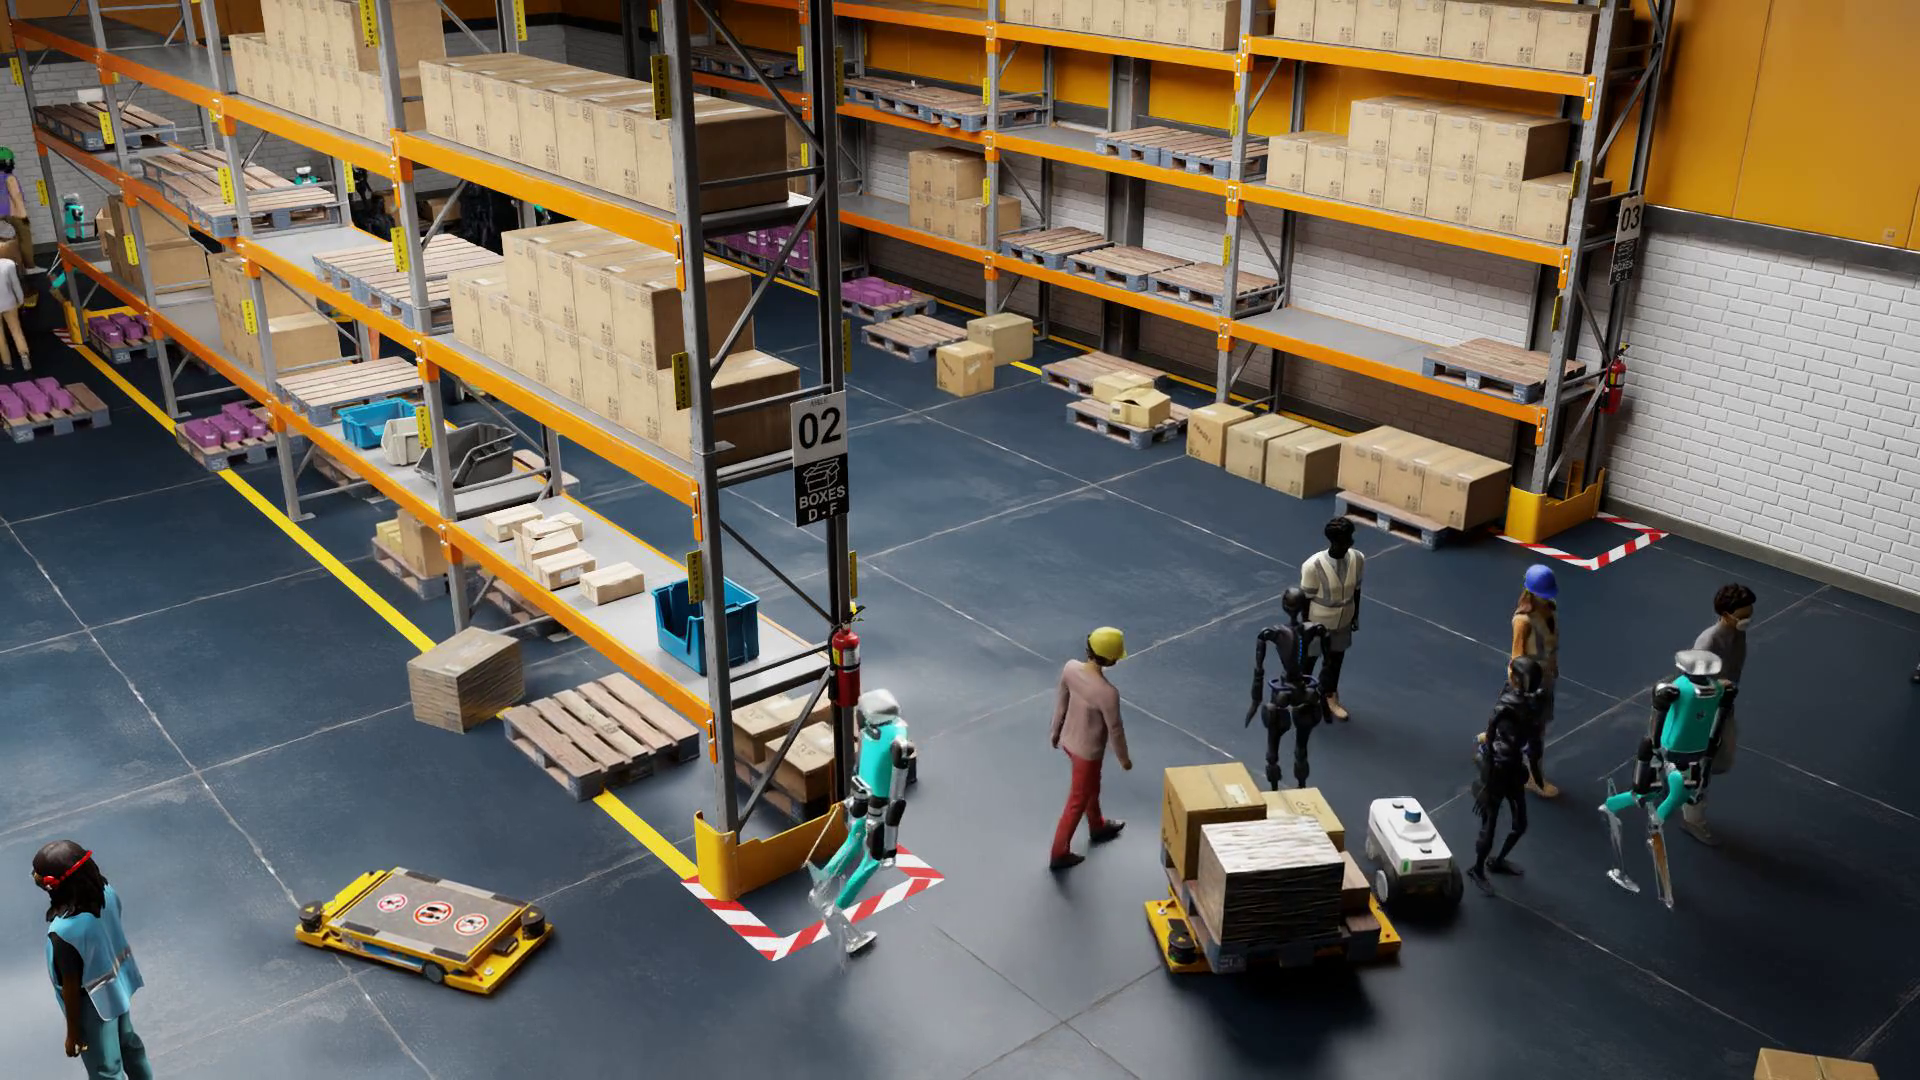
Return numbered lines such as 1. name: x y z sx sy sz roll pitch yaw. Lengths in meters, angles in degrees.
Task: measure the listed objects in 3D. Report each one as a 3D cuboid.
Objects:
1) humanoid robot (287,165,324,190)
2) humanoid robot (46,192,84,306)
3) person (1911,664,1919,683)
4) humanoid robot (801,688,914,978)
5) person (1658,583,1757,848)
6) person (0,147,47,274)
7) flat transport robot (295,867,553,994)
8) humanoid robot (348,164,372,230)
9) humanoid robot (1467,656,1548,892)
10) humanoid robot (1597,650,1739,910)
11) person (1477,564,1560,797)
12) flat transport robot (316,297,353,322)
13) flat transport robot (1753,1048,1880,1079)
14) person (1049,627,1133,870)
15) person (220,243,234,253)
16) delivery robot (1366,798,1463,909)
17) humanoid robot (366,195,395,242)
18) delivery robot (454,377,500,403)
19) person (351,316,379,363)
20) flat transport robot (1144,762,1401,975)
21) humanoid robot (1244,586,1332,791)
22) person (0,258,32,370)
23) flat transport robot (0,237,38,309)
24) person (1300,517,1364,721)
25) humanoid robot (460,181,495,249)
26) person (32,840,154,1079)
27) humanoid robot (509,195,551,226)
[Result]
1. humanoid robot: -9.722 -4.725 24.726 0.535 1.761 0.748 -18 29 -35
2. humanoid robot: -12.188 -3.768 22.599 0.762 1.831 0.547 -18 29 -35
3. person: 7.812 0.263 12.955 0.547 1.924 0.387 13 27 28
4. humanoid robot: -0.677 1.795 9.735 0.792 1.868 0.545 -13 27 -28
5. person: 4.934 1.114 11.036 0.532 1.882 0.545 -15 27 -30
6. person: -14.213 -4.926 24.973 0.557 1.913 0.475 19 30 37
7. flat transport robot: -3.283 2.360 10.179 1.431 0.231 0.659 9 25 20
8. humanoid robot: -10.111 -6.010 27.828 0.622 1.638 0.552 4 24 9
9. humanoid robot: 3.446 1.465 10.476 0.587 1.648 0.323 -17 28 -34
10. humanoid robot: 4.386 1.452 10.452 0.560 1.804 0.766 -5 24 -11
11. person: 3.992 0.941 11.591 0.594 1.737 0.505 20 31 39
12. flat transport robot: -8.930 -3.224 23.108 1.431 0.231 0.659 4 24 10
13. flat transport robot: 4.272 3.424 7.715 1.431 0.231 0.659 5 24 12
14. person: 0.901 1.312 10.760 0.773 1.721 0.547 -12 26 -26
15. person: -10.299 -4.368 23.751 0.772 1.872 0.714 3 24 7
16. delivery robot: 2.888 1.985 10.682 0.499 0.592 0.783 -2 23 -5
17. humanoid robot: -7.993 -3.934 23.016 0.645 1.643 0.608 9 25 20
18. delivery robot: -5.710 -1.958 19.808 0.525 0.588 0.759 -2 23 -4
19. person: -7.170 -2.723 20.074 0.501 1.759 0.338 15 27 30
20. flat transport robot: 1.913 2.337 10.233 1.431 0.231 0.659 -4 24 -8
21. humanoid robot: 2.251 1.102 11.341 0.616 1.649 0.353 -5 24 -10
22. person: -11.856 -2.910 20.536 0.564 1.727 0.649 -18 29 -36
23. flat transport robot: -13.820 -3.367 23.441 1.431 0.231 0.659 -10 25 -23
24. person: 2.765 0.600 12.464 0.535 1.692 0.319 -9 25 -20
25. humanoid robot: -7.294 -4.831 25.074 0.592 1.634 0.685 8 25 18
26. person: -4.287 2.314 8.285 0.395 1.862 0.503 -1 23 -3
27. humanoid robot: -6.834 -5.482 26.461 0.915 1.727 0.568 18 29 36
